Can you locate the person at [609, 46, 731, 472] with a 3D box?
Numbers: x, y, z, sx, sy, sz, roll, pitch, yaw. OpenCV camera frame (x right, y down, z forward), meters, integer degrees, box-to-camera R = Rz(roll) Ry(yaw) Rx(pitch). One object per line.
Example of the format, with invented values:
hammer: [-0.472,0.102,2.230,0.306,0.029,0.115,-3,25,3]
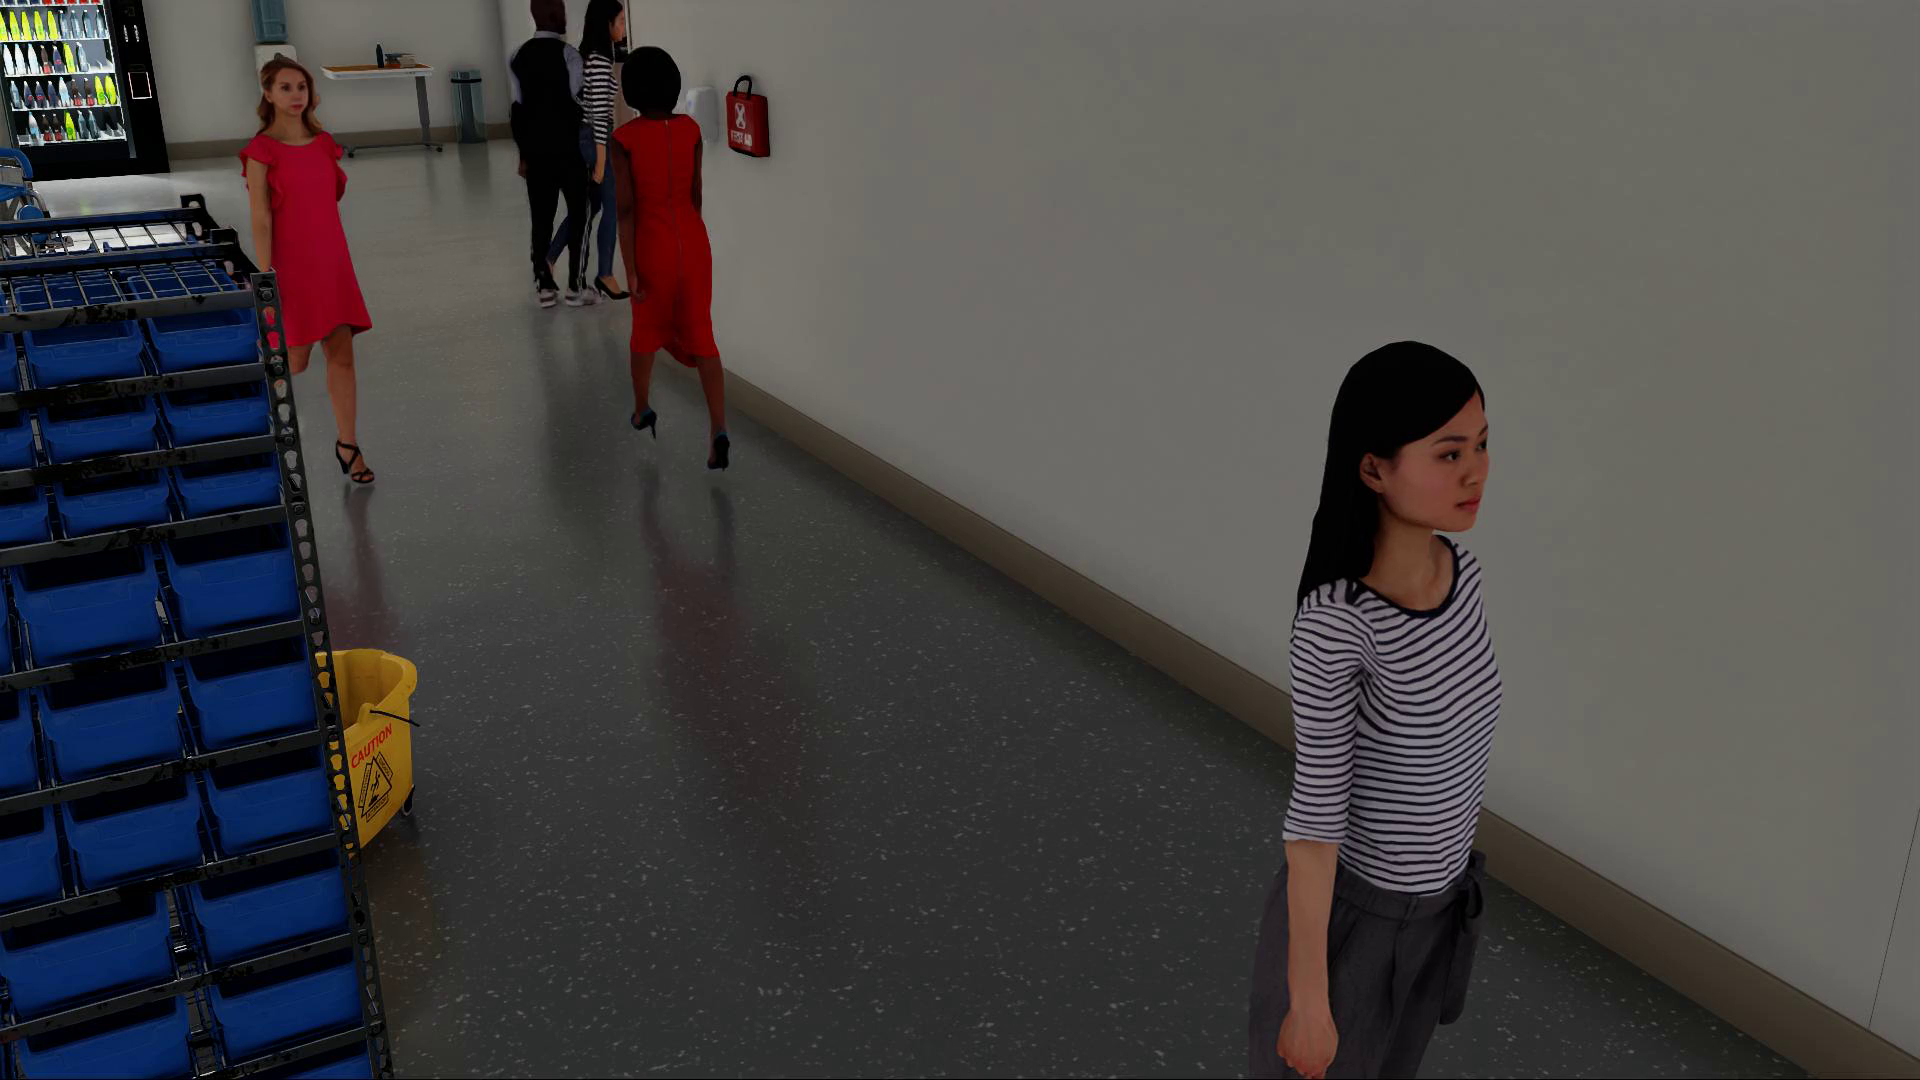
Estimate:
person: [-1.148,-1.093,6.820,1.039,1.695,0.646,-12,24,-29]

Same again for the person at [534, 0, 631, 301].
person: [-2.222,-2.250,9.797,0.893,1.750,0.656,-10,23,-24]

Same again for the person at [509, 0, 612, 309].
person: [-2.388,-2.274,9.761,0.784,1.821,0.818,5,21,12]

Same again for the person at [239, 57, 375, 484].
person: [-2.712,-1.084,6.789,0.829,1.701,0.957,18,27,38]

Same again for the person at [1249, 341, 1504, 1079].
person: [0.569,0.557,2.410,0.732,1.733,0.582,17,27,38]
